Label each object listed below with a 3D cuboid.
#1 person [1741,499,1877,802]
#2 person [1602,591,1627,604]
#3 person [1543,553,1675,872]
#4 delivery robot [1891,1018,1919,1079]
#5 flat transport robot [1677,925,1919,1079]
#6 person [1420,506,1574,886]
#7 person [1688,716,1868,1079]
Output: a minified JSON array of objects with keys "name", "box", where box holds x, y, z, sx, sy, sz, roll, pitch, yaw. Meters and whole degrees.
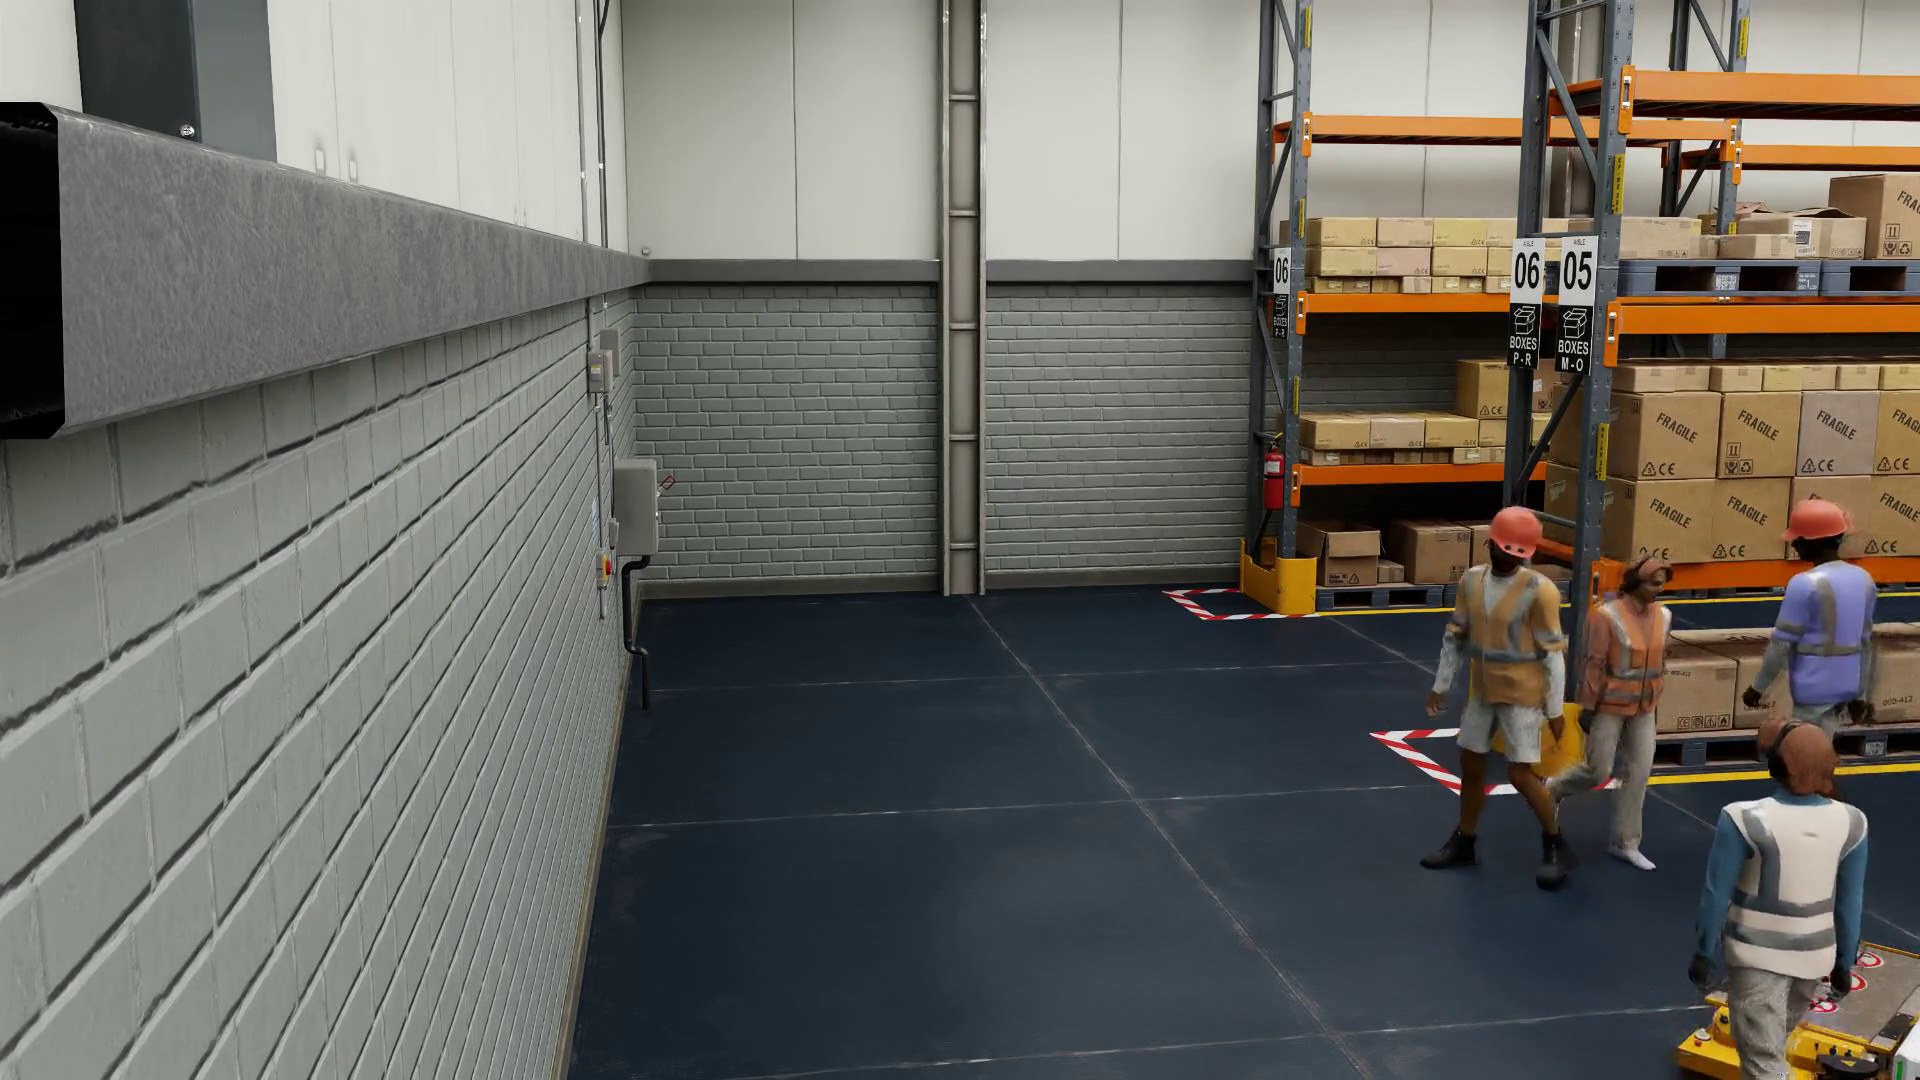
[{"name":"person","box":[4.249,0.729,8.432,0.541,1.899,0.794,-6,11,-31]},{"name":"person","box":[5.505,-0.182,14.133,0.820,1.878,0.649,-2,9,-13]},{"name":"person","box":[3.355,0.844,8.582,0.545,1.609,0.646,-4,10,-21]},{"name":"delivery robot","box":[3.469,1.791,5.728,0.477,0.478,0.707,8,12,41]},{"name":"flat transport robot","box":[3.424,1.846,6.554,0.652,0.197,1.431,8,12,42]},{"name":"person","box":[2.709,0.753,8.291,0.553,1.911,0.688,-5,10,-28]},{"name":"person","box":[2.672,1.371,5.380,0.519,1.611,0.796,-2,9,-10]}]
